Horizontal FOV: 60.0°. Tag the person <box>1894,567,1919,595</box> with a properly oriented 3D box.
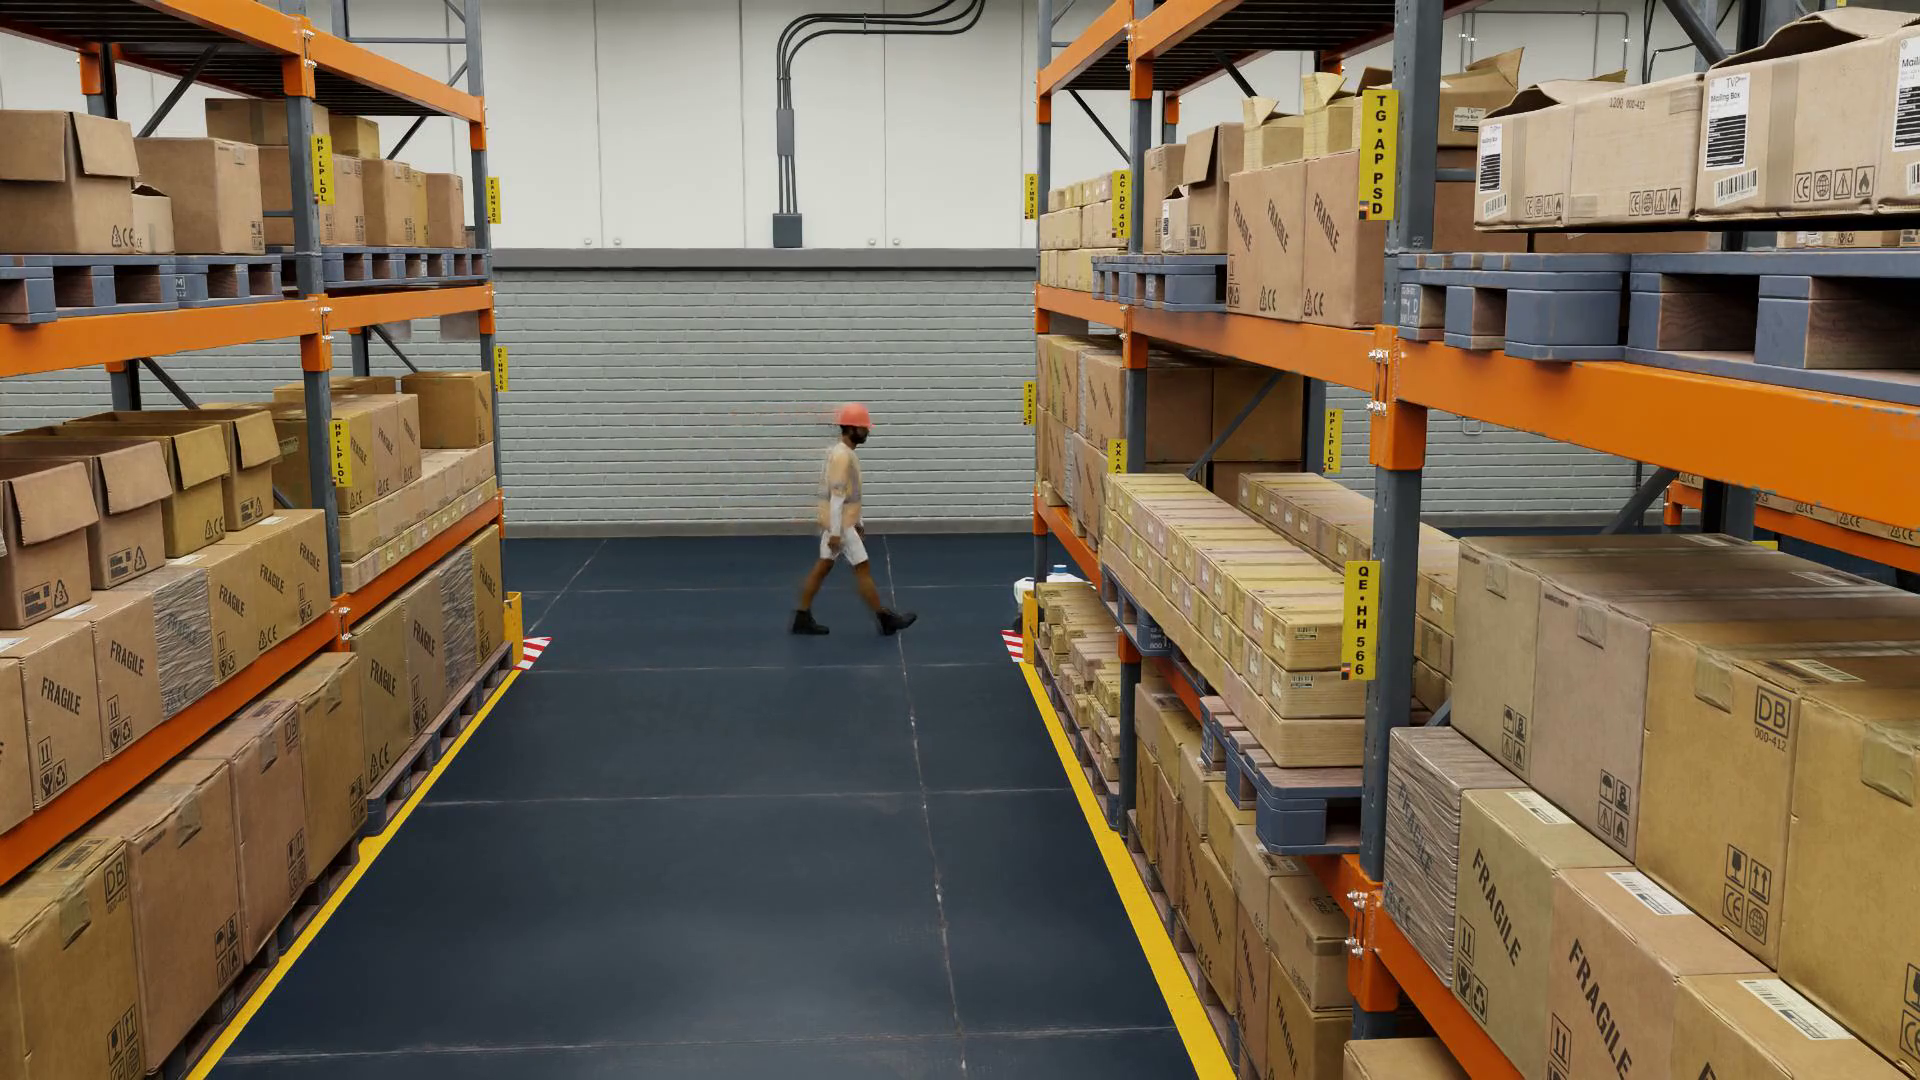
[{"bbox_3d":[7.152,-0.011,12.423,0.611,1.894,0.470,-1,10,-6],"label":"person"}]

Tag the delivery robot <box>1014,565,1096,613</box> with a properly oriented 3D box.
[{"bbox_3d":[0.804,0.443,13.426,0.707,0.478,0.477,4,10,21],"label":"delivery robot"}]

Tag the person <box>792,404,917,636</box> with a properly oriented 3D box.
[{"bbox_3d":[-0.892,-0.146,13.297,1.016,1.877,0.549,-1,10,-6],"label":"person"}]
